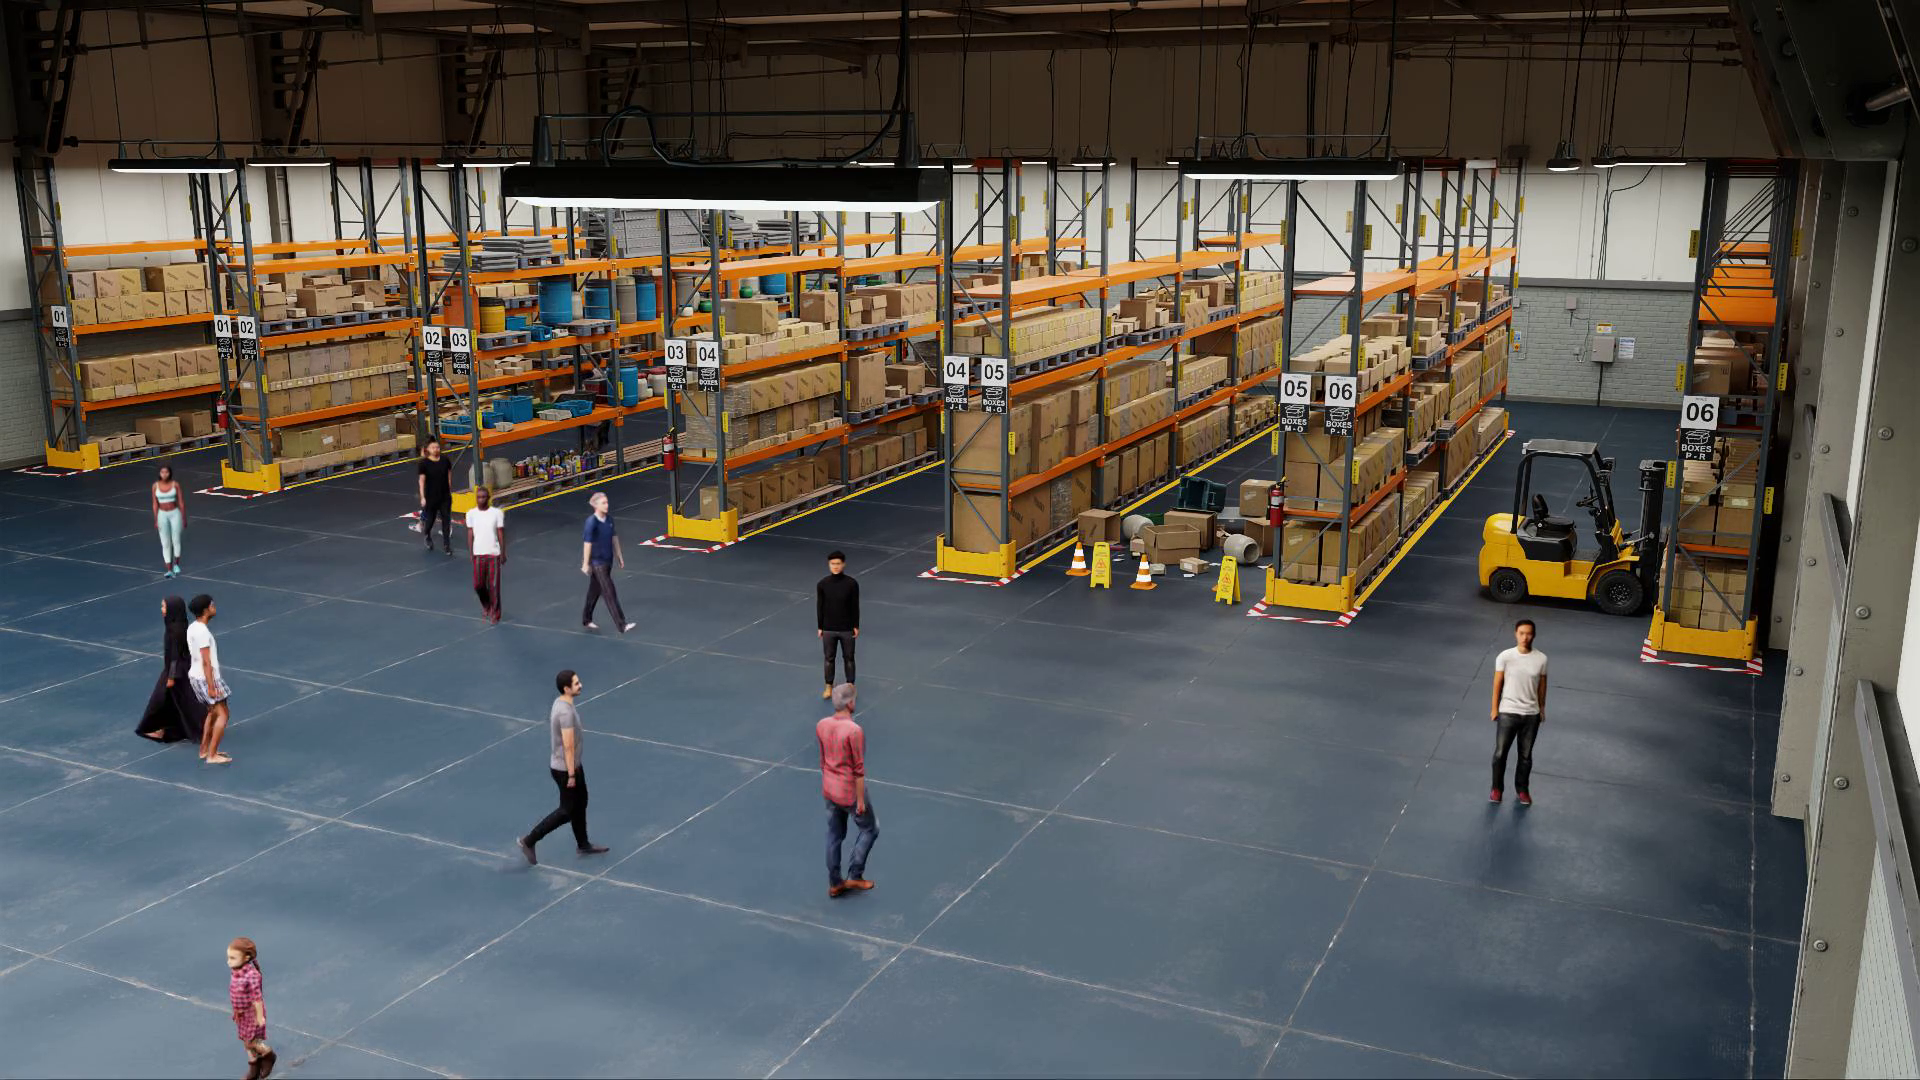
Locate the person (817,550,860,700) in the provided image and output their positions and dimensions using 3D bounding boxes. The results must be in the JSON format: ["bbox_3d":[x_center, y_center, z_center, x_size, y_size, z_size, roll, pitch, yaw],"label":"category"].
[{"bbox_3d":[-1.376,0.950,18.849,0.700,1.720,0.648,1,13,5],"label":"person"}]

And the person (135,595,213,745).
[{"bbox_3d":[-8.050,1.347,17.385,1.129,1.607,0.973,-8,15,-30],"label":"person"}]

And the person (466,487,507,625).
[{"bbox_3d":[-6.198,0.187,21.919,0.806,1.822,0.851,-1,13,-3],"label":"person"}]

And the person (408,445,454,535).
[{"bbox_3d":[-8.522,-0.784,26.951,0.888,1.443,1.005,0,13,2],"label":"person"}]

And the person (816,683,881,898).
[{"bbox_3d":[-1.014,2.092,13.699,0.795,1.818,0.761,12,17,41],"label":"person"}]

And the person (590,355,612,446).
[{"bbox_3d":[-7.674,-2.955,35.288,0.875,1.912,0.893,0,13,0],"label":"person"}]

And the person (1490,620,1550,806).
[{"bbox_3d":[5.306,1.618,15.781,0.702,1.803,0.639,2,13,8],"label":"person"}]

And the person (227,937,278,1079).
[{"bbox_3d":[-4.689,3.115,11.066,0.468,1.014,0.520,9,16,33],"label":"person"}]

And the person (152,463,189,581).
[{"bbox_3d":[-11.508,-0.278,24.248,1.080,1.677,1.127,-5,14,-20],"label":"person"}]

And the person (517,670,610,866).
[{"bbox_3d":[-3.484,1.977,14.388,1.085,1.732,1.039,-4,14,-18],"label":"person"}]

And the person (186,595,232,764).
[{"bbox_3d":[-7.632,1.434,16.799,0.787,1.702,0.790,-5,14,-19],"label":"person"}]

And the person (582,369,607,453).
[{"bbox_3d":[-7.669,-2.650,34.368,0.711,1.732,0.838,7,15,28],"label":"person"}]

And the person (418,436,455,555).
[{"bbox_3d":[-8.129,-0.700,25.745,1.213,1.824,1.134,-8,15,-32],"label":"person"}]

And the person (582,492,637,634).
[{"bbox_3d":[-4.699,0.312,21.383,0.732,1.820,1.094,6,14,26],"label":"person"}]
